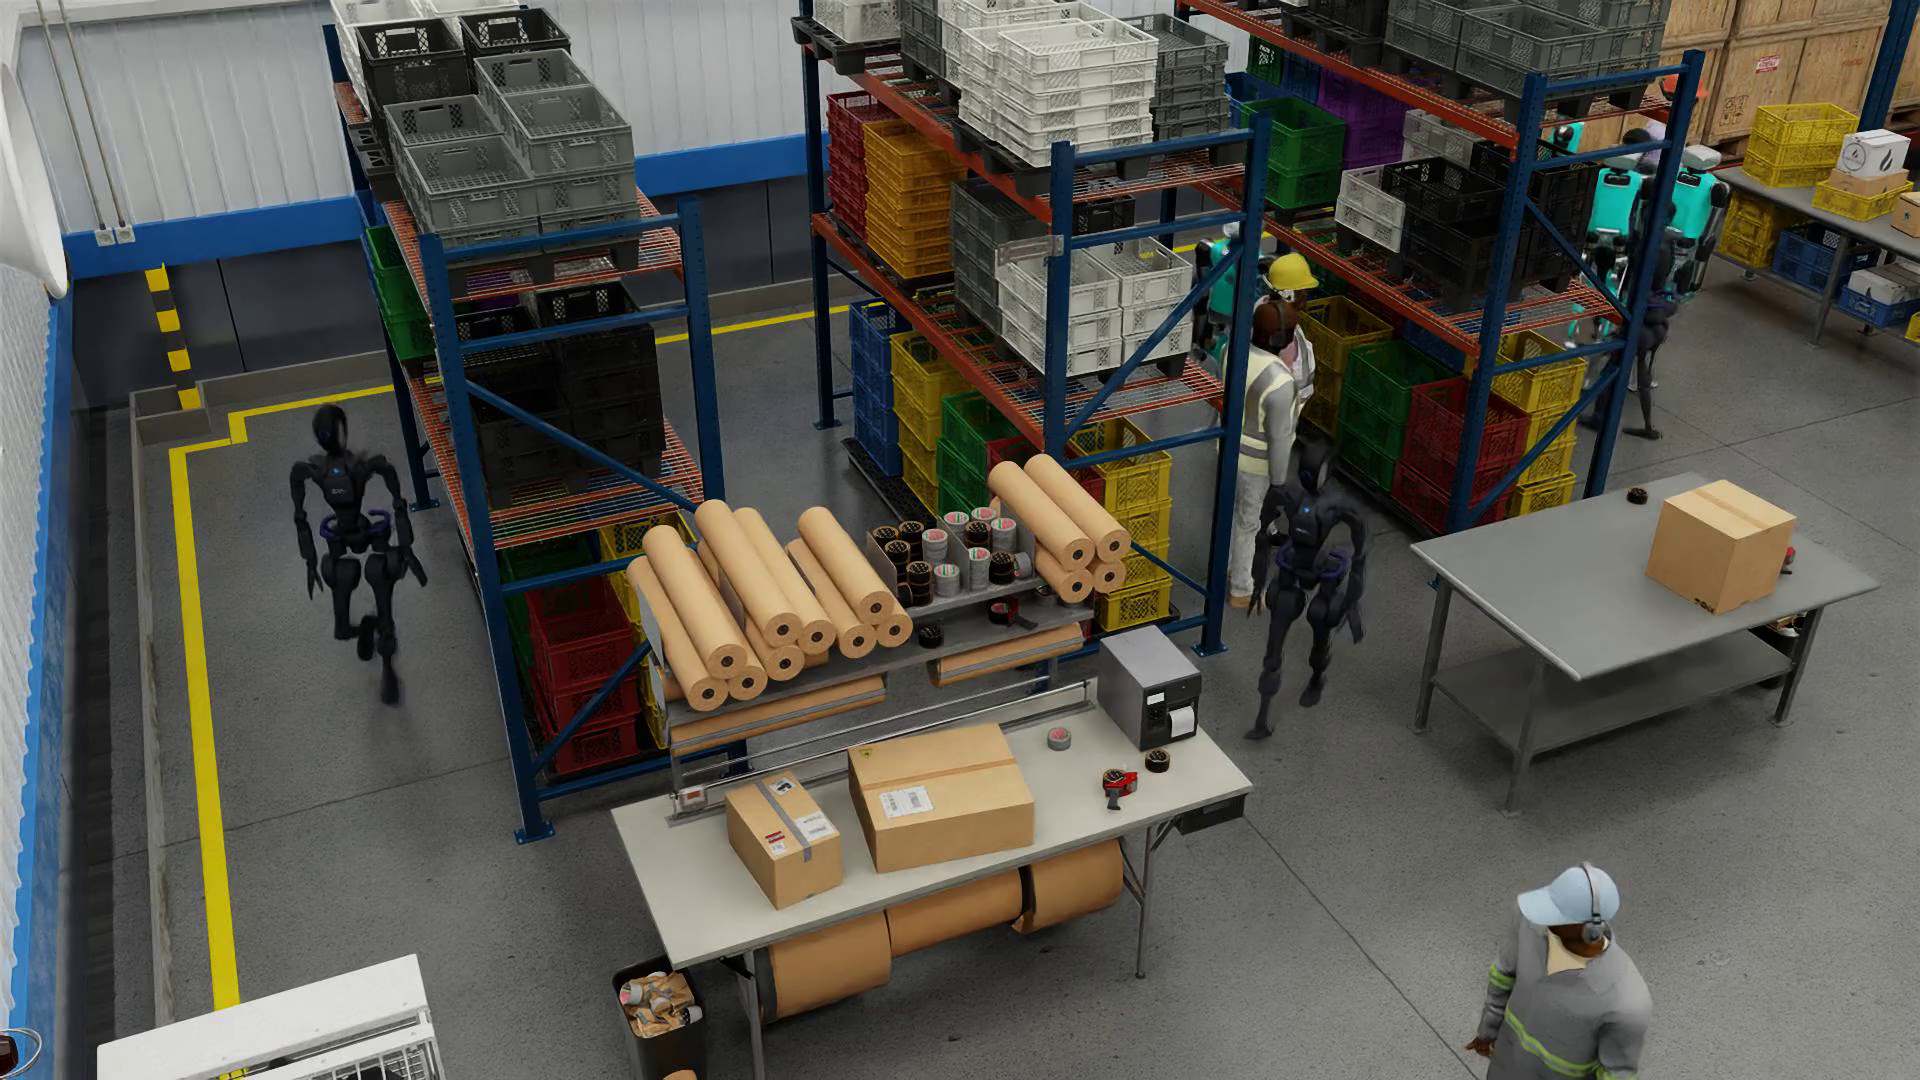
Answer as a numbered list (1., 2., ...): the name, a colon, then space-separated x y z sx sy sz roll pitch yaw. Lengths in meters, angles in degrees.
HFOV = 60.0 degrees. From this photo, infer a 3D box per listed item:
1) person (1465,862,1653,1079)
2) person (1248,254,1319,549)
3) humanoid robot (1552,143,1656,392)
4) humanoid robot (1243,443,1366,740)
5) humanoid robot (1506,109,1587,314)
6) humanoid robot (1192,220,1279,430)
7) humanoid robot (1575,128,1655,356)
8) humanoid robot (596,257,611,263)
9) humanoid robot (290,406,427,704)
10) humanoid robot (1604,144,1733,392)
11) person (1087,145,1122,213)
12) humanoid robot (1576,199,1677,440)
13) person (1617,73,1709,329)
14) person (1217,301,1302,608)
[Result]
1. person: 1.934 1.785 5.564 0.396 1.850 0.587 -13 34 -20
2. person: 1.868 -0.820 9.811 0.404 1.833 0.589 -3 32 -4
3. humanoid robot: 4.376 -1.781 11.419 0.543 1.757 0.681 12 33 18
4. humanoid robot: 1.731 0.260 8.251 0.601 1.630 0.806 16 35 24
5. humanoid robot: 4.308 -2.582 12.748 0.703 1.762 0.542 15 35 23
6. humanoid robot: 1.812 -1.336 10.738 0.601 1.775 0.861 17 35 25
7. humanoid robot: 4.811 -2.174 12.158 0.607 1.648 0.351 -18 36 -26
8. humanoid robot: -2.766 -1.900 11.735 0.530 1.858 0.798 -19 36 -28
9. humanoid robot: -3.082 0.037 8.583 0.602 1.649 0.504 -6 32 -9
10. humanoid robot: 4.766 -1.832 11.451 0.748 1.687 0.530 -20 37 -29
11. person: 1.033 -2.933 13.201 0.605 1.873 0.538 19 36 28
12. humanoid robot: 4.501 -1.457 11.012 0.615 1.636 0.590 26 40 35
13. person: 5.178 -2.522 12.378 0.386 2.041 0.611 16 35 24
14. person: 1.645 -0.473 9.252 0.431 1.836 0.617 -12 34 -19
